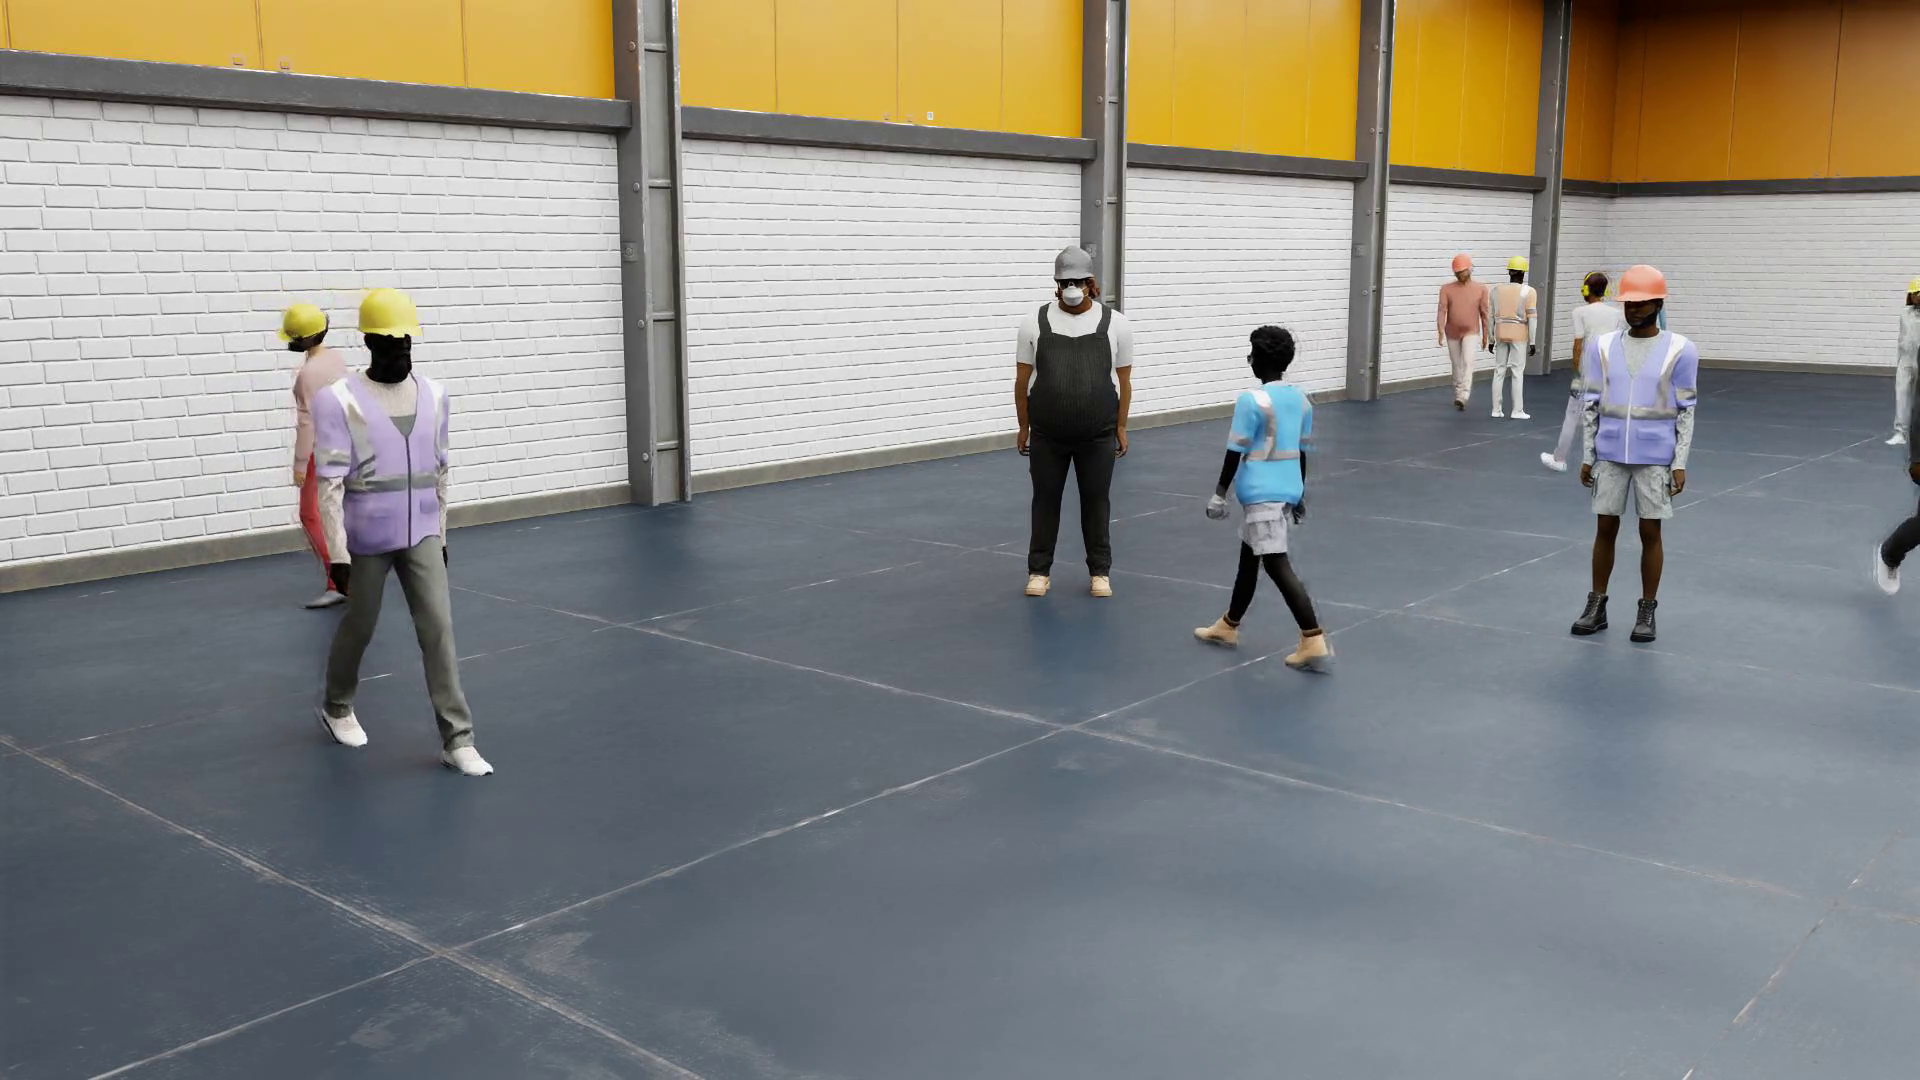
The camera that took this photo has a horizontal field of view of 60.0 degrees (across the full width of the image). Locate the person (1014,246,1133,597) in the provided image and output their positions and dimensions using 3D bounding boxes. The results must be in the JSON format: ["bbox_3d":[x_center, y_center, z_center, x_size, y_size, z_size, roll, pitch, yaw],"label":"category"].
[{"bbox_3d":[0.654,-0.677,9.635,0.689,2.000,0.539,1,10,4],"label":"person"}]

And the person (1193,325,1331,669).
[{"bbox_3d":[1.514,-0.222,8.132,0.864,1.655,0.528,8,13,40],"label":"person"}]

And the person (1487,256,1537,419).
[{"bbox_3d":[6.548,-2.391,19.717,0.595,1.925,0.371,9,14,42],"label":"person"}]

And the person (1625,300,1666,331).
[{"bbox_3d":[9.895,-2.975,23.982,0.532,1.587,0.875,7,12,36],"label":"person"}]

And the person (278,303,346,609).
[{"bbox_3d":[-3.572,-0.474,9.432,0.336,1.728,0.560,1,10,5],"label":"person"}]

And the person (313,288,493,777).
[{"bbox_3d":[-2.259,-0.046,6.545,1.008,1.886,0.606,9,13,41],"label":"person"}]

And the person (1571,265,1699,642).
[{"bbox_3d":[3.473,-0.439,8.576,0.548,1.937,0.379,8,12,37],"label":"person"}]

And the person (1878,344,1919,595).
[{"bbox_3d":[5.435,-0.505,9.123,0.608,1.890,0.801,0,10,-2],"label":"person"}]

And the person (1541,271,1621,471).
[{"bbox_3d":[5.608,-1.467,14.790,0.538,1.808,0.986,-2,10,-12],"label":"person"}]

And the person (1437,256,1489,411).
[{"bbox_3d":[6.317,-2.594,20.909,0.611,1.922,1.102,4,11,23],"label":"person"}]

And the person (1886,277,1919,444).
[{"bbox_3d":[9.915,-1.842,17.156,0.577,1.725,0.494,-5,11,-27],"label":"person"}]
